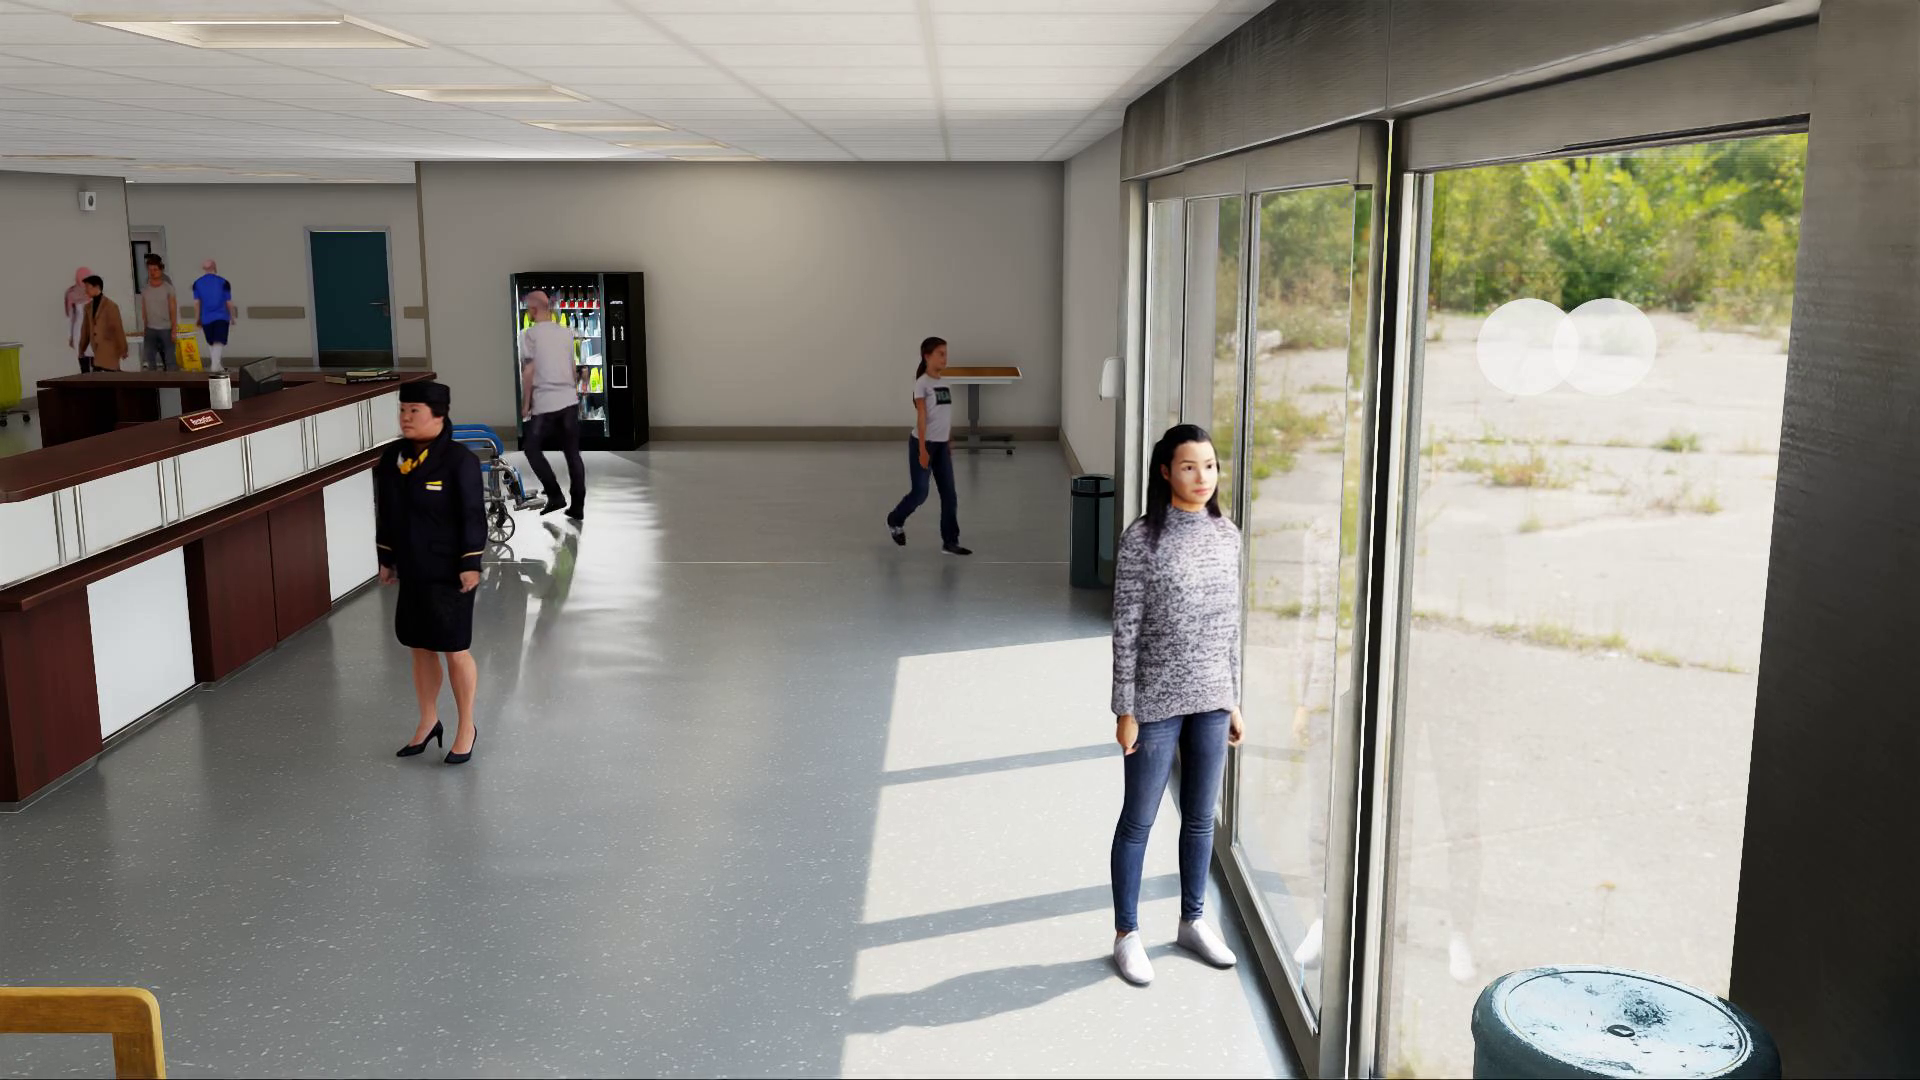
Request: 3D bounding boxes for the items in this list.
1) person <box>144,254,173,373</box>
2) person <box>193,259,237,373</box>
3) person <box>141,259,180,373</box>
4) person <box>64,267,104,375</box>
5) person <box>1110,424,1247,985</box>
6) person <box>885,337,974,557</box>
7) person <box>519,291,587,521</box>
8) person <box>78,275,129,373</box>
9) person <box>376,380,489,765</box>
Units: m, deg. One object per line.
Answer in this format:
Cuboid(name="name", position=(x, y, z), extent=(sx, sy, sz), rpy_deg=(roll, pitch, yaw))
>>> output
Cuboid(name="person", position=(-11.943, -3.354, 25.060), extent=(0.650, 1.897, 0.707), rpy_deg=(-1, 11, -4))
Cuboid(name="person", position=(-10.985, -3.185, 24.463), extent=(1.123, 1.788, 0.775), rpy_deg=(-1, 11, -3))
Cuboid(name="person", position=(-10.650, -2.810, 22.277), extent=(0.770, 1.867, 0.757), rpy_deg=(0, 11, 1))
Cuboid(name="person", position=(-11.109, -2.551, 21.172), extent=(1.192, 1.770, 1.054), rpy_deg=(-6, 12, -27))
Cuboid(name="person", position=(0.682, 0.496, 5.216), extent=(0.597, 1.732, 0.743), rpy_deg=(-5, 12, -23))
Cuboid(name="person", position=(-0.251, -0.660, 11.805), extent=(0.995, 1.546, 0.910), rpy_deg=(9, 14, 40))
Cuboid(name="person", position=(-3.179, -1.038, 13.098), extent=(0.900, 1.807, 0.943), rpy_deg=(-10, 15, -44))
Cuboid(name="person", position=(-10.226, -2.331, 20.104), extent=(1.086, 1.693, 1.008), rpy_deg=(5, 12, 25))
Cuboid(name="person", position=(-2.289, 0.137, 7.270), extent=(0.717, 1.671, 0.848), rpy_deg=(5, 12, 24))
